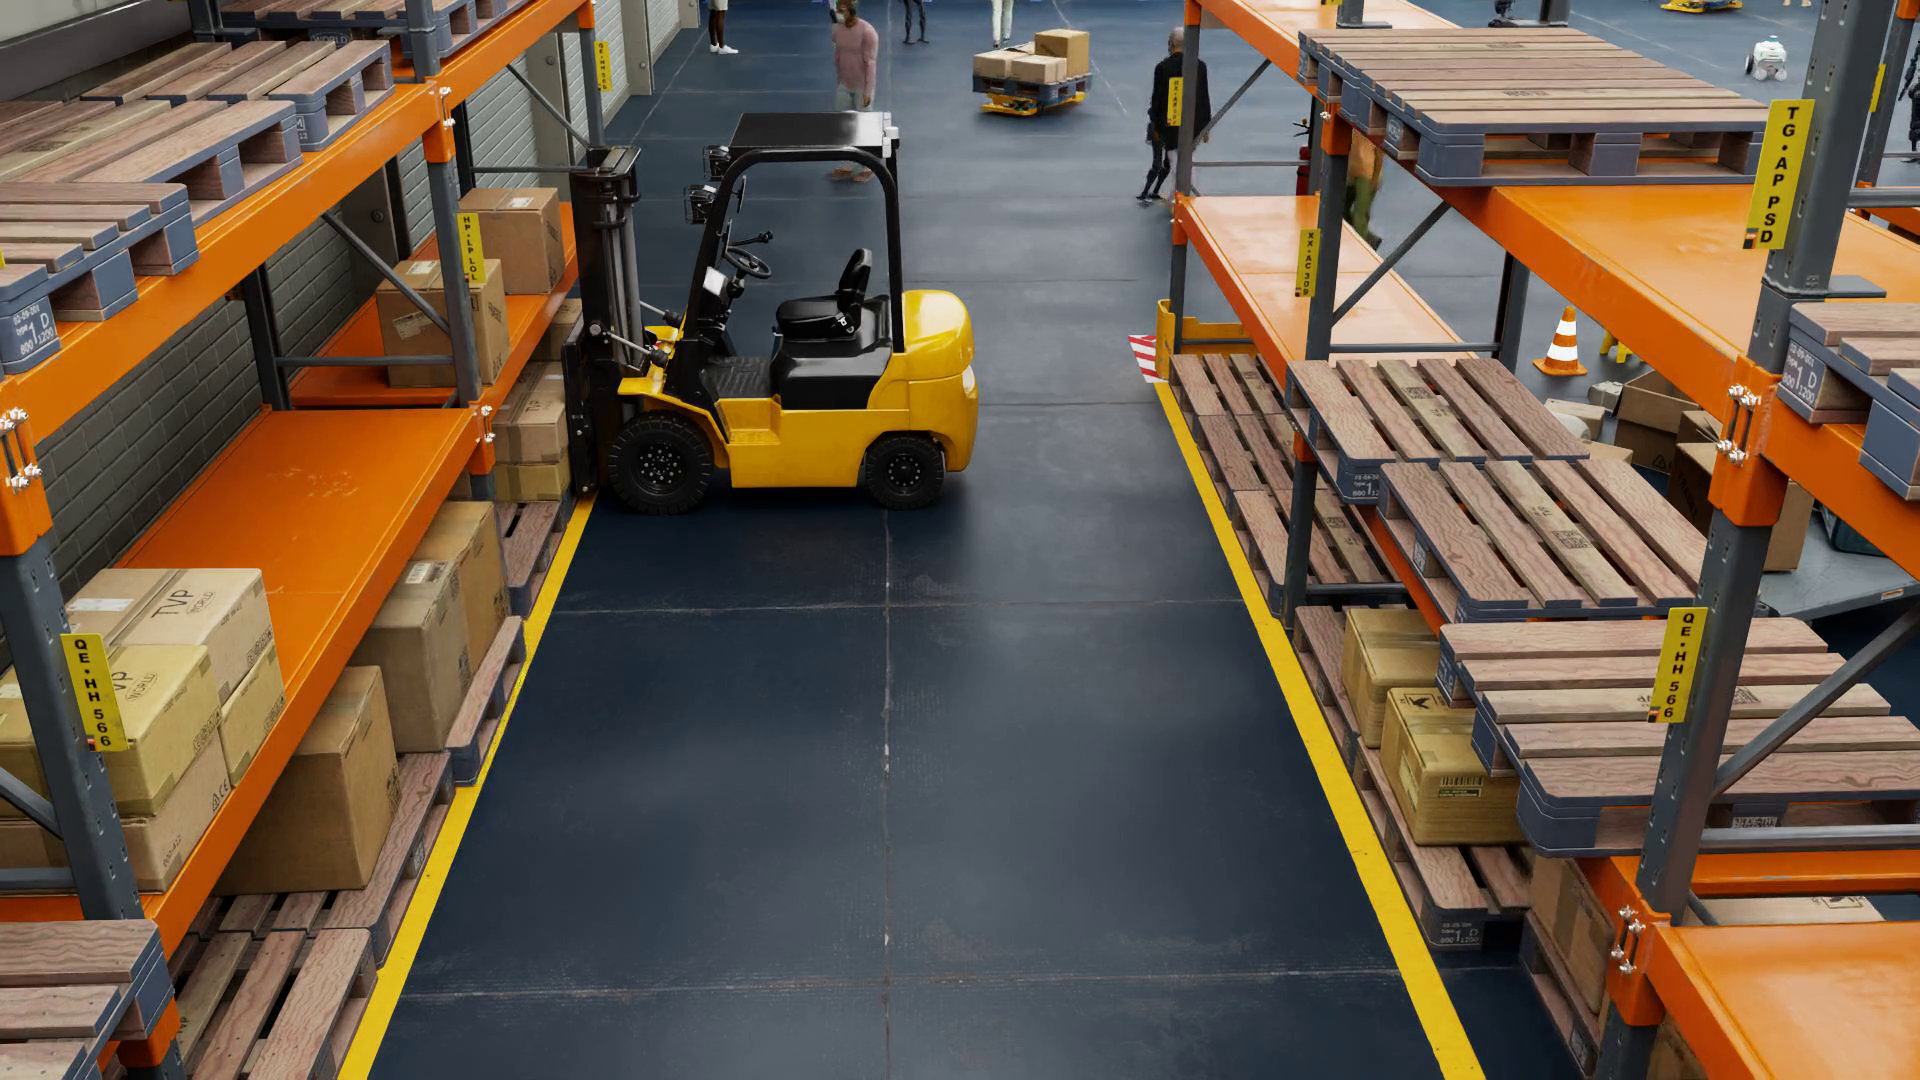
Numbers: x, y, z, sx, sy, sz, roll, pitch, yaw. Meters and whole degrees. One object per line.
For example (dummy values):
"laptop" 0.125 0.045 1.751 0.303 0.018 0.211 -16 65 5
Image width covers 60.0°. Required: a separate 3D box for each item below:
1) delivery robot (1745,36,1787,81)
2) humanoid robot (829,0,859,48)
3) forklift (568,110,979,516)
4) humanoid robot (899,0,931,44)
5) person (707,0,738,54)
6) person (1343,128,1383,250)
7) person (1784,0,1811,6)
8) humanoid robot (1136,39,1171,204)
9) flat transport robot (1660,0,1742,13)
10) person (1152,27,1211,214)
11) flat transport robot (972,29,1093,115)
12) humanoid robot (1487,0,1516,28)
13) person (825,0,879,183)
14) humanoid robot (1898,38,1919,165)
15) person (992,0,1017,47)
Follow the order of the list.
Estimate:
"delivery robot" 11.312 -6.724 23.230 0.523 0.614 0.785 8 27 17
"humanoid robot" -1.272 -6.399 21.178 0.799 1.799 0.530 14 29 28
"forklift" -1.043 -1.379 9.976 2.313 2.155 1.214 -1 25 -2
"humanoid robot" -0.703 -8.527 25.705 0.374 1.648 0.608 22 33 38
"person" -3.638 -8.276 24.921 0.377 1.900 0.542 -14 29 -27
"person" 3.441 -3.095 14.166 0.480 1.701 0.470 -11 27 -22
"person" 15.159 -10.515 29.701 0.531 1.880 0.421 14 29 27
"humanoid robot" 2.051 -4.173 16.515 0.405 1.641 0.611 22 33 39
"flat transport robot" 13.130 -9.501 29.424 1.431 0.231 0.659 -16 30 -30
"person" 2.076 -3.939 15.844 0.529 1.805 0.879 -7 26 -15
"flat transport robot" 0.941 -5.648 21.264 0.659 0.231 1.431 17 30 32
"humanoid robot" 6.257 -5.479 19.327 0.613 1.644 0.764 -19 32 -35
"person" -1.121 -4.648 17.225 0.682 1.923 0.562 20 32 36
"humanoid robot" 10.553 -4.932 18.099 0.363 1.644 0.606 -12 28 -24
"person" 0.670 -8.491 25.609 0.550 1.694 0.921 3 25 7
